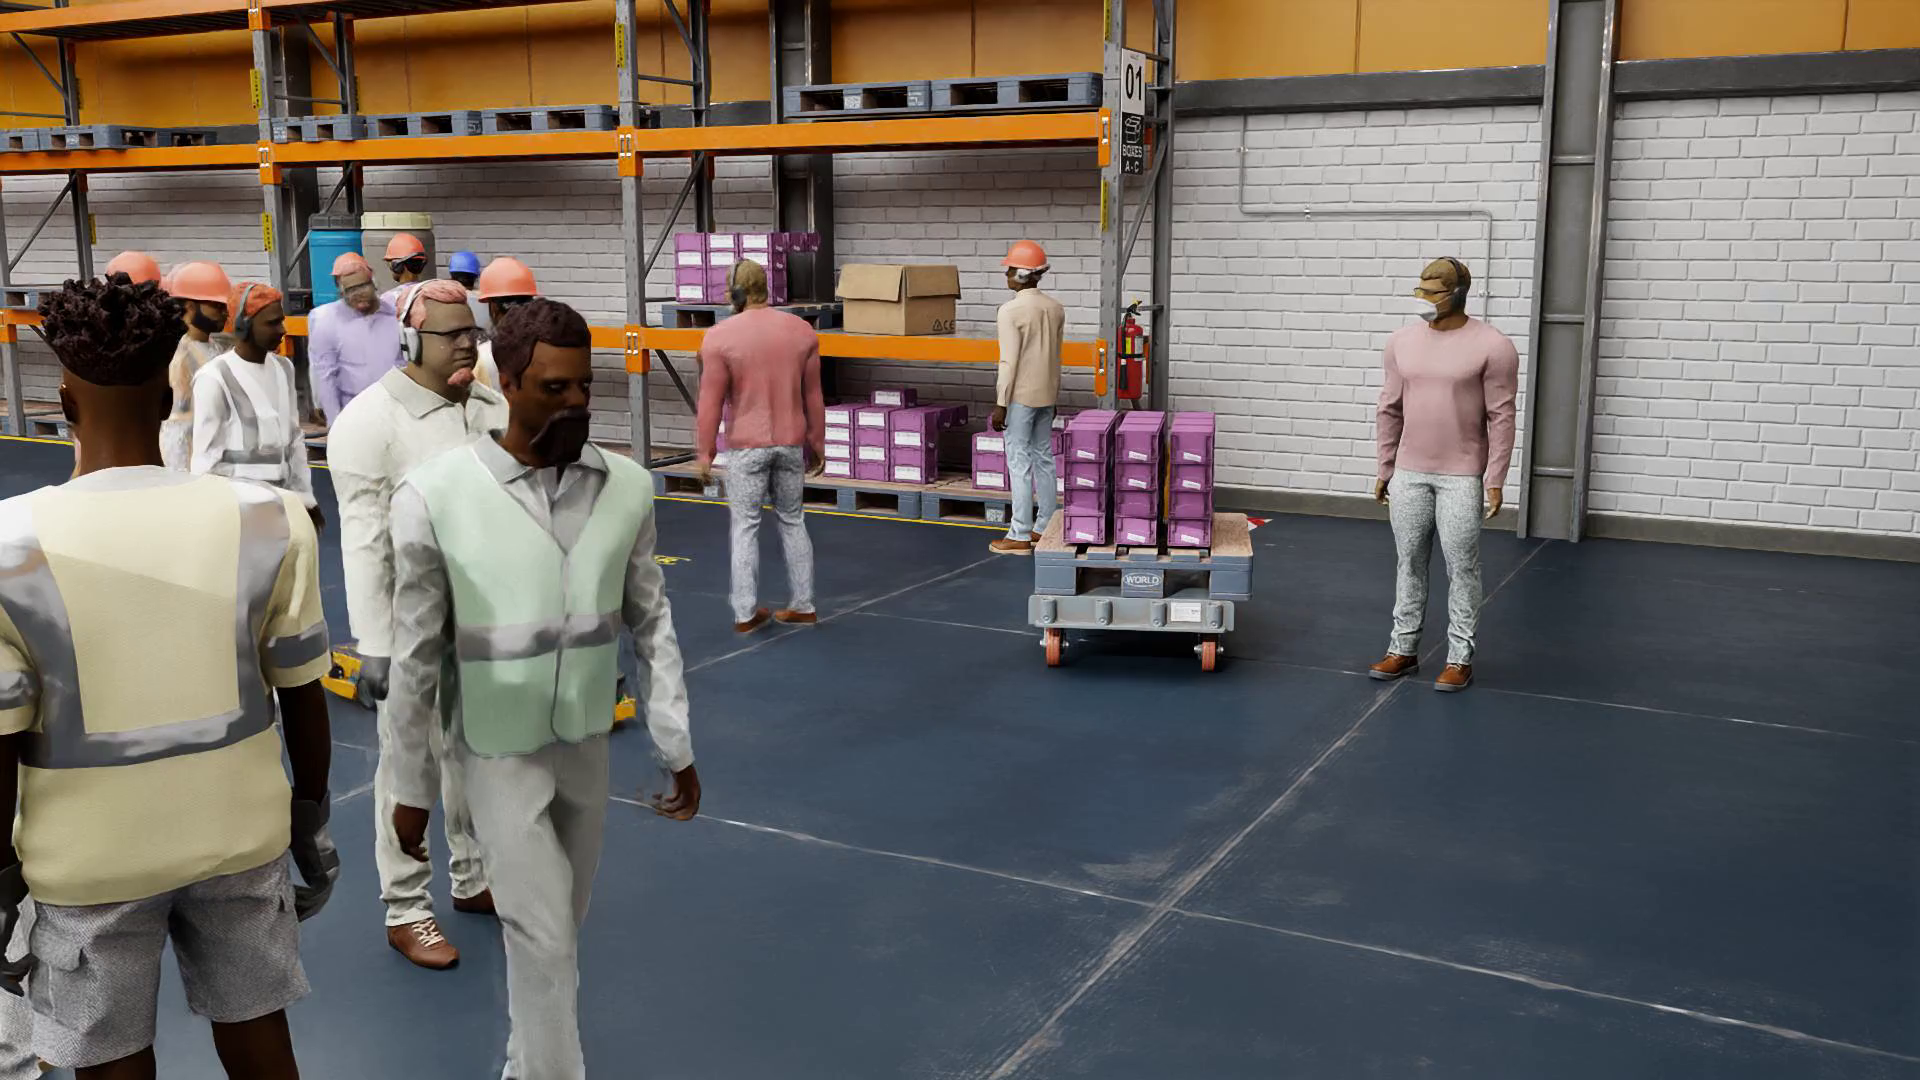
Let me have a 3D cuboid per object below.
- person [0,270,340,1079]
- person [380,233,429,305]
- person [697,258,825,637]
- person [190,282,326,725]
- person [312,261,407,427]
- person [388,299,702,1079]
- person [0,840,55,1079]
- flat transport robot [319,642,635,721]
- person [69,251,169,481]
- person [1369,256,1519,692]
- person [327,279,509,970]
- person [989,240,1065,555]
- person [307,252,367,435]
[{"bbox_3d":[-1.393,0.526,2.892,0.613,1.965,0.361,-8,13,-38],"label":"person"},{"bbox_3d":[-3.836,-1.113,11.671,0.374,2.044,0.606,4,11,23],"label":"person"},{"bbox_3d":[-0.995,-0.459,8.443,0.701,1.920,0.408,-6,12,-30],"label":"person"},{"bbox_3d":[-3.018,-0.143,6.944,0.685,1.855,0.590,1,10,6],"label":"person"},{"bbox_3d":[-3.694,-0.810,10.458,0.653,1.883,0.514,-8,13,-38],"label":"person"},{"bbox_3d":[-0.786,0.466,3.428,0.824,1.889,0.612,9,14,40],"label":"person"},{"bbox_3d":[-2.291,0.412,3.742,0.337,1.882,0.584,-4,11,-22],"label":"person"},{"bbox_3d":[-2.093,0.603,7.122,1.431,0.197,0.652,9,14,41],"label":"flat transport robot"},{"bbox_3d":[-3.867,-0.381,7.904,0.626,1.951,0.879,2,11,10],"label":"person"},{"bbox_3d":[2.152,-0.291,7.452,0.634,1.935,0.350,9,14,40],"label":"person"},{"bbox_3d":[-1.434,0.225,4.707,0.401,1.906,0.649,5,12,26],"label":"person"},{"bbox_3d":[0.428,-0.904,10.643,0.371,1.997,0.622,8,13,38],"label":"person"},{"bbox_3d":[-4.077,-0.985,11.302,0.568,1.921,0.607,-2,10,-9],"label":"person"}]
